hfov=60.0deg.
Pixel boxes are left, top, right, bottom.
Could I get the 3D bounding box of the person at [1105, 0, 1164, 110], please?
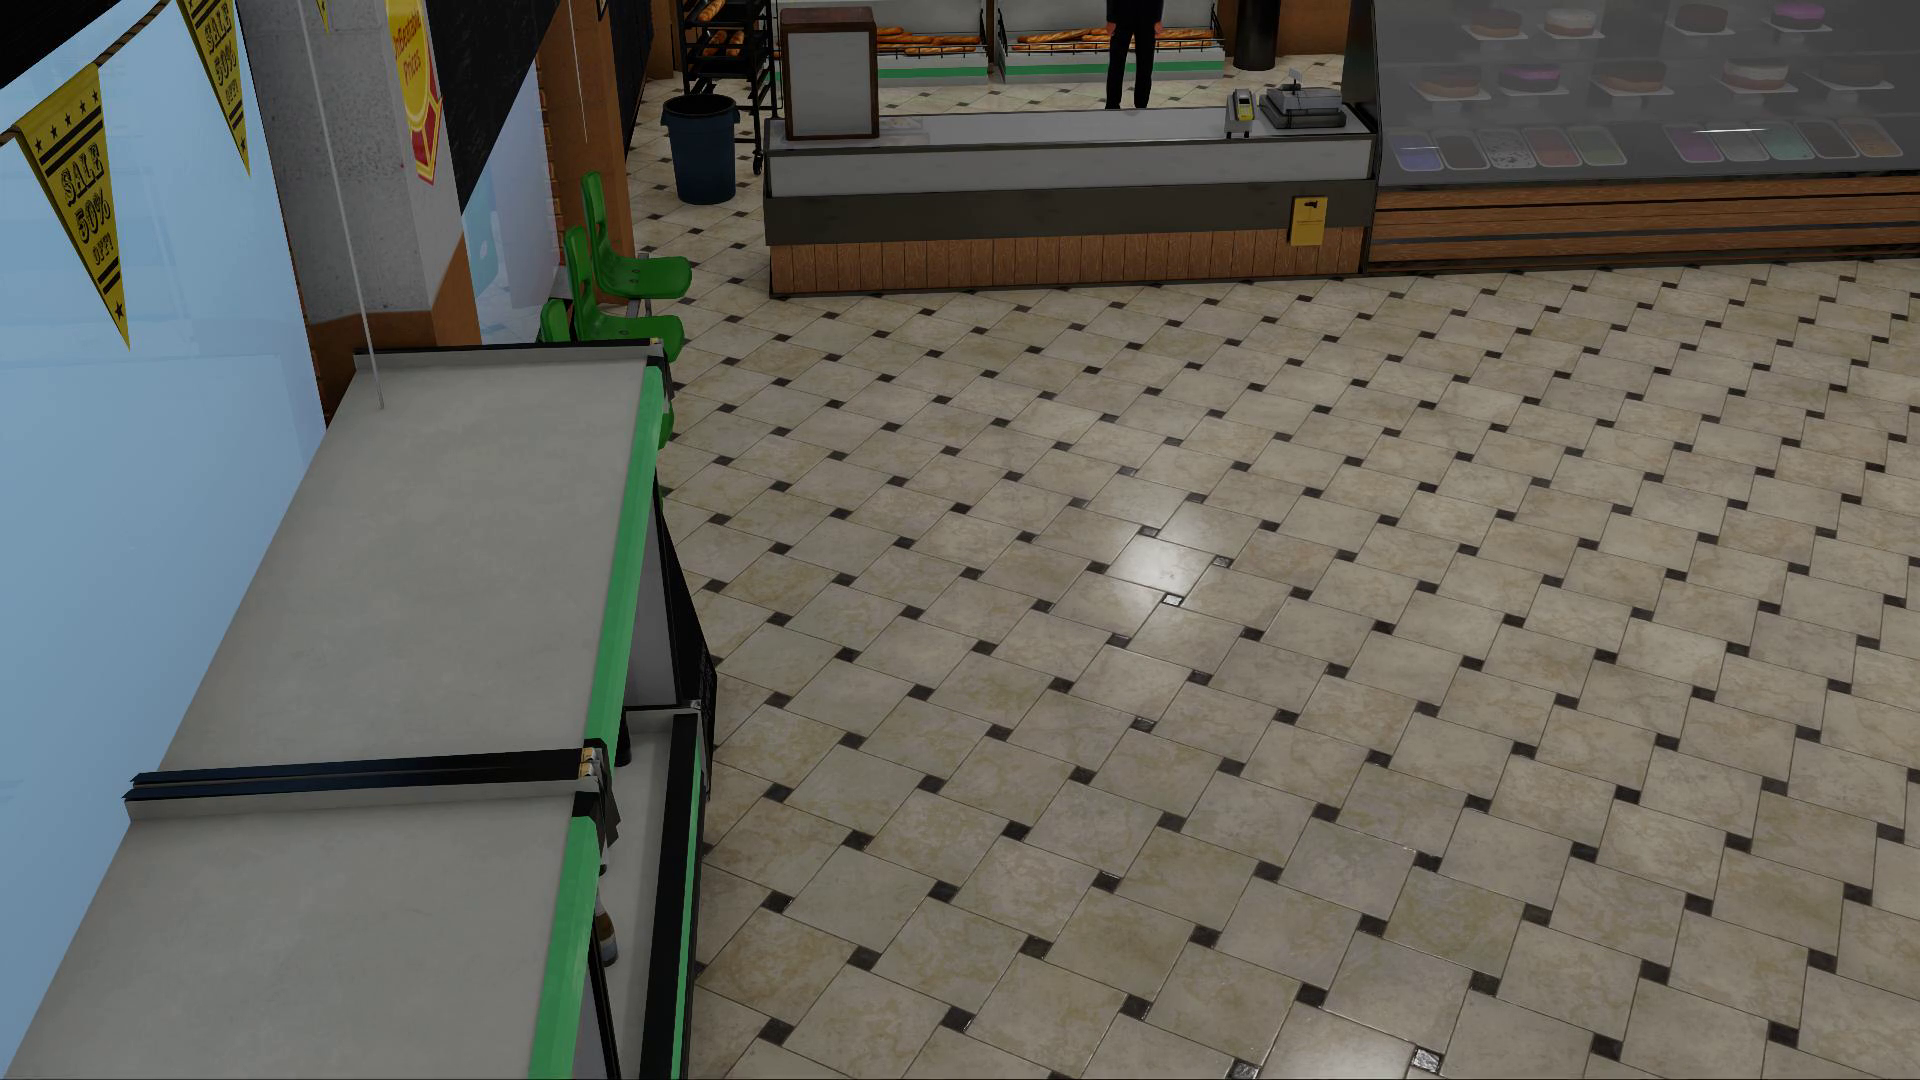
[{"bbox_3d":[1.420,-4.247,13.479,0.611,1.868,0.566,-3,32,-4],"label":"person"}]
